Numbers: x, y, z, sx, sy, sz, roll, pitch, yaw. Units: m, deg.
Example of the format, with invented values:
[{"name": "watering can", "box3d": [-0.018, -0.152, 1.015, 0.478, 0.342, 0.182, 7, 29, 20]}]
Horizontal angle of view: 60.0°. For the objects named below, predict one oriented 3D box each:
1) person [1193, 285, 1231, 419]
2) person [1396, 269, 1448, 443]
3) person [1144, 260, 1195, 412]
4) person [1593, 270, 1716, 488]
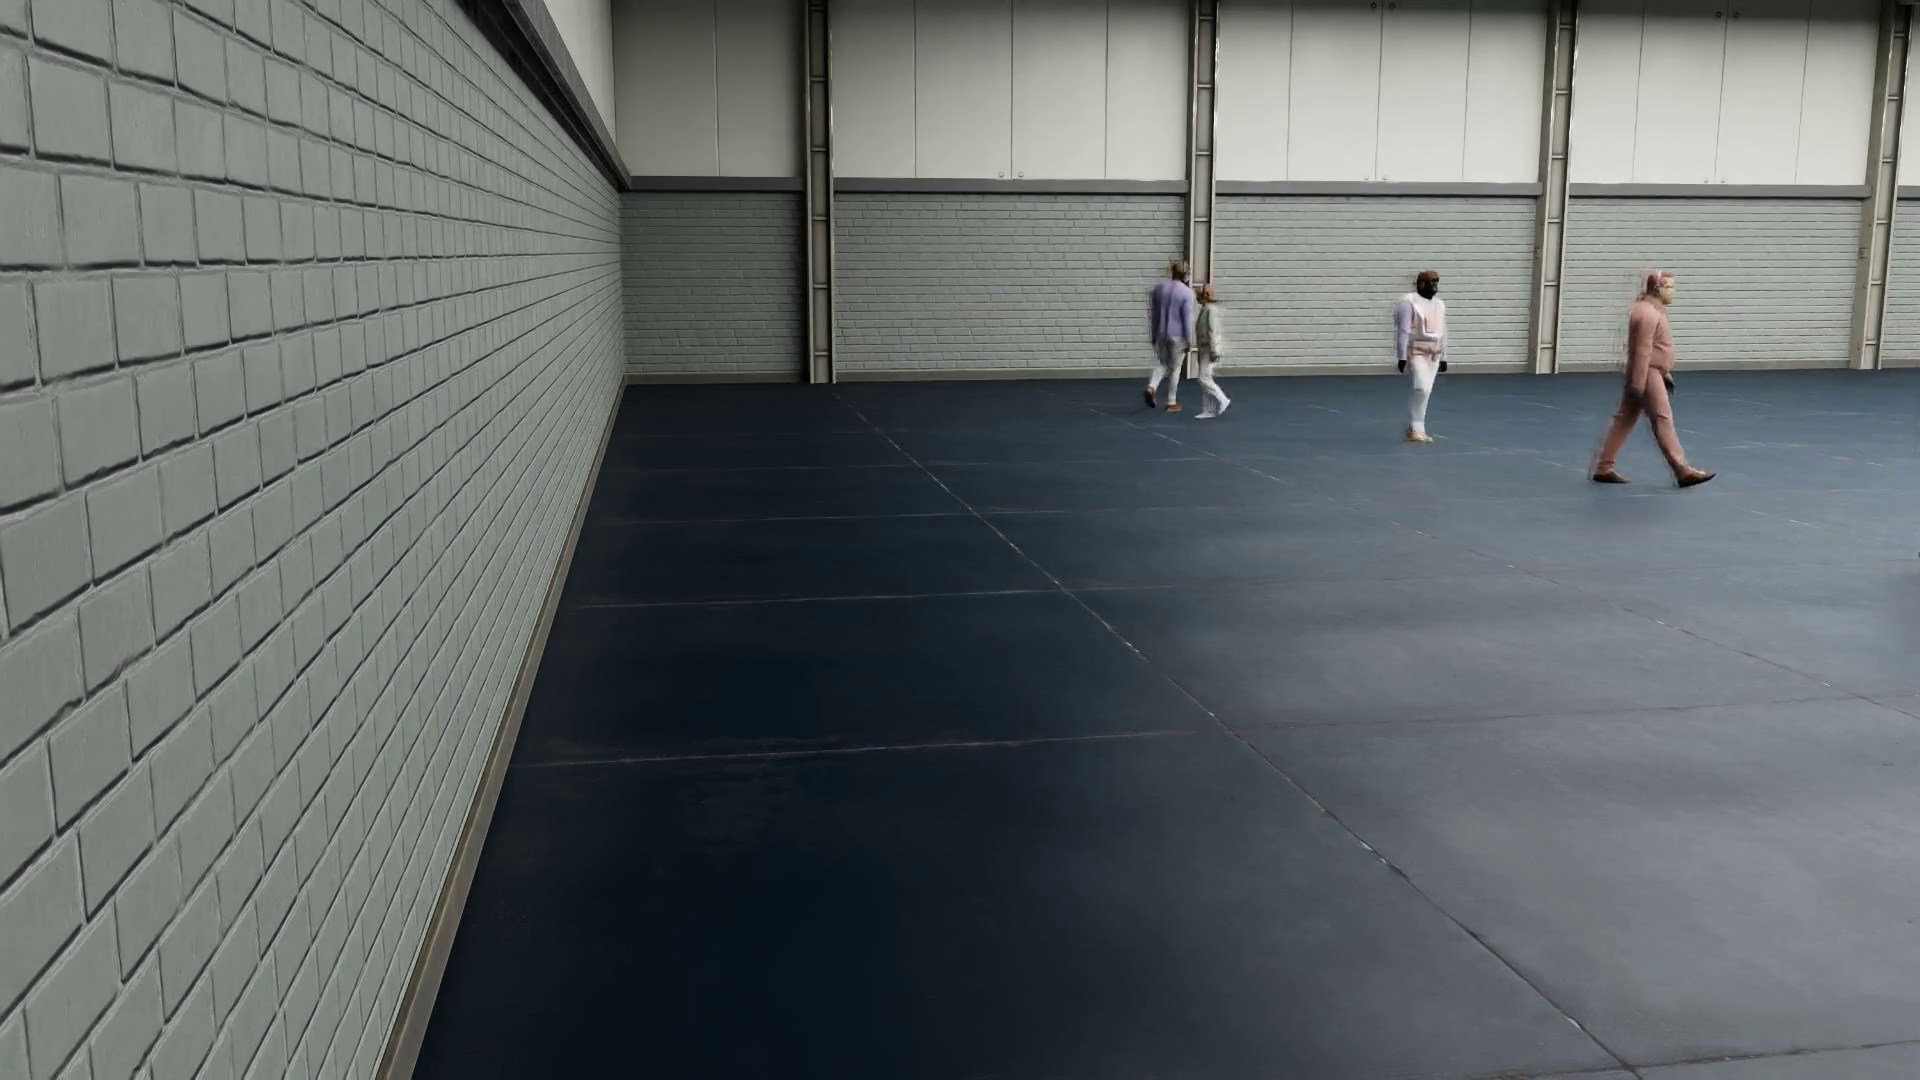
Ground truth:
[{"name": "person", "box3d": [2.991, -2.255, 20.005, 0.392, 1.620, 0.539, -1, 10, -7]}, {"name": "person", "box3d": [4.900, -1.917, 17.478, 0.652, 1.829, 0.521, -7, 12, -34]}, {"name": "person", "box3d": [2.624, -2.544, 20.846, 0.663, 1.918, 0.540, 9, 13, 43]}, {"name": "person", "box3d": [5.988, -1.379, 14.302, 0.993, 1.852, 0.660, 3, 10, 19]}]
